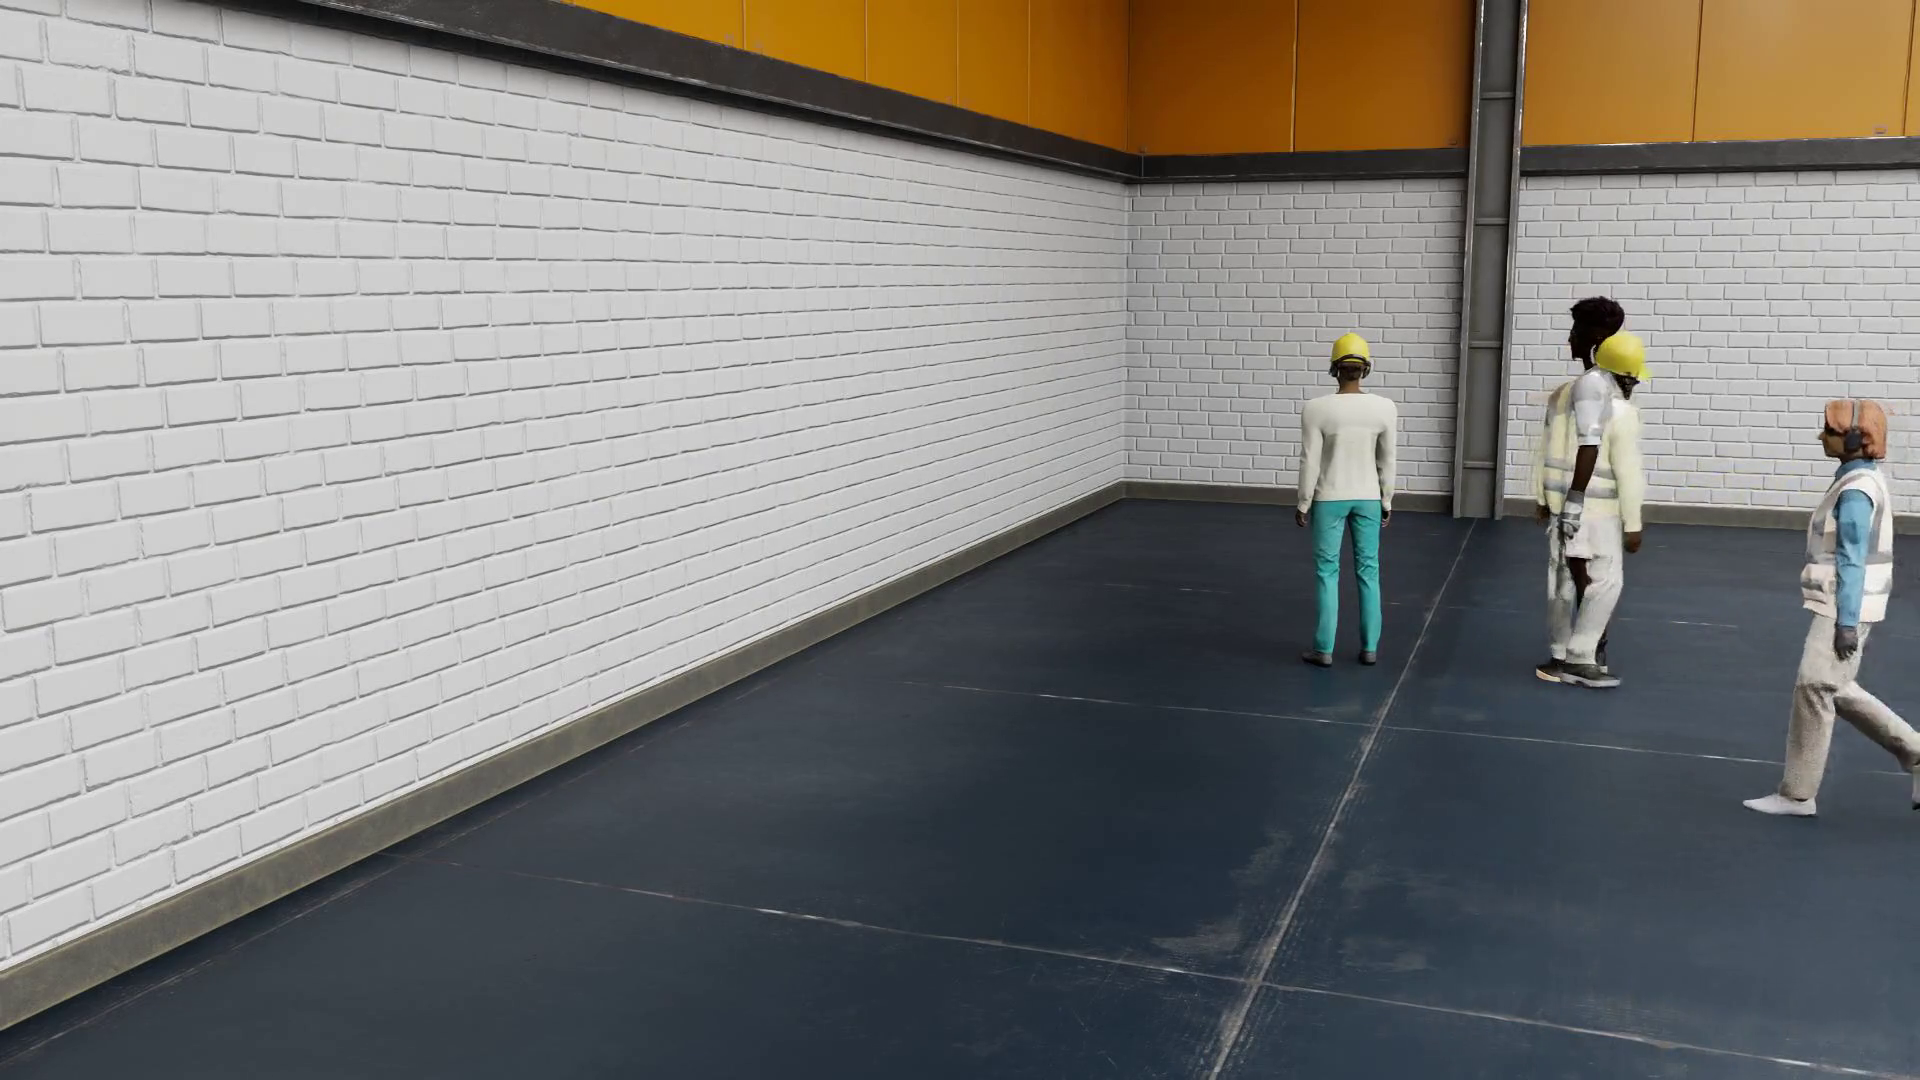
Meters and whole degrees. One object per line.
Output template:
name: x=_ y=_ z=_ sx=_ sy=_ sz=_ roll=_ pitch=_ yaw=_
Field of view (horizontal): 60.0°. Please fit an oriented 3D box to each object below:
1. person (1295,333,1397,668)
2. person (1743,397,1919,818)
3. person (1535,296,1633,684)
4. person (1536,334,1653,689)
person: x=2.034 y=-0.205 z=8.806 sx=0.534 sy=1.767 sz=0.319 roll=-1 pitch=9 yaw=-7
person: x=3.369 y=0.273 z=6.240 sx=0.611 sy=1.622 sz=0.525 roll=6 pitch=11 yaw=31
person: x=3.200 y=-0.253 z=8.476 sx=0.367 sy=1.967 sz=0.606 roll=6 pitch=11 yaw=32
person: x=3.190 y=-0.152 z=8.440 sx=0.411 sy=1.783 sz=0.674 roll=-4 pitch=10 yaw=-23
